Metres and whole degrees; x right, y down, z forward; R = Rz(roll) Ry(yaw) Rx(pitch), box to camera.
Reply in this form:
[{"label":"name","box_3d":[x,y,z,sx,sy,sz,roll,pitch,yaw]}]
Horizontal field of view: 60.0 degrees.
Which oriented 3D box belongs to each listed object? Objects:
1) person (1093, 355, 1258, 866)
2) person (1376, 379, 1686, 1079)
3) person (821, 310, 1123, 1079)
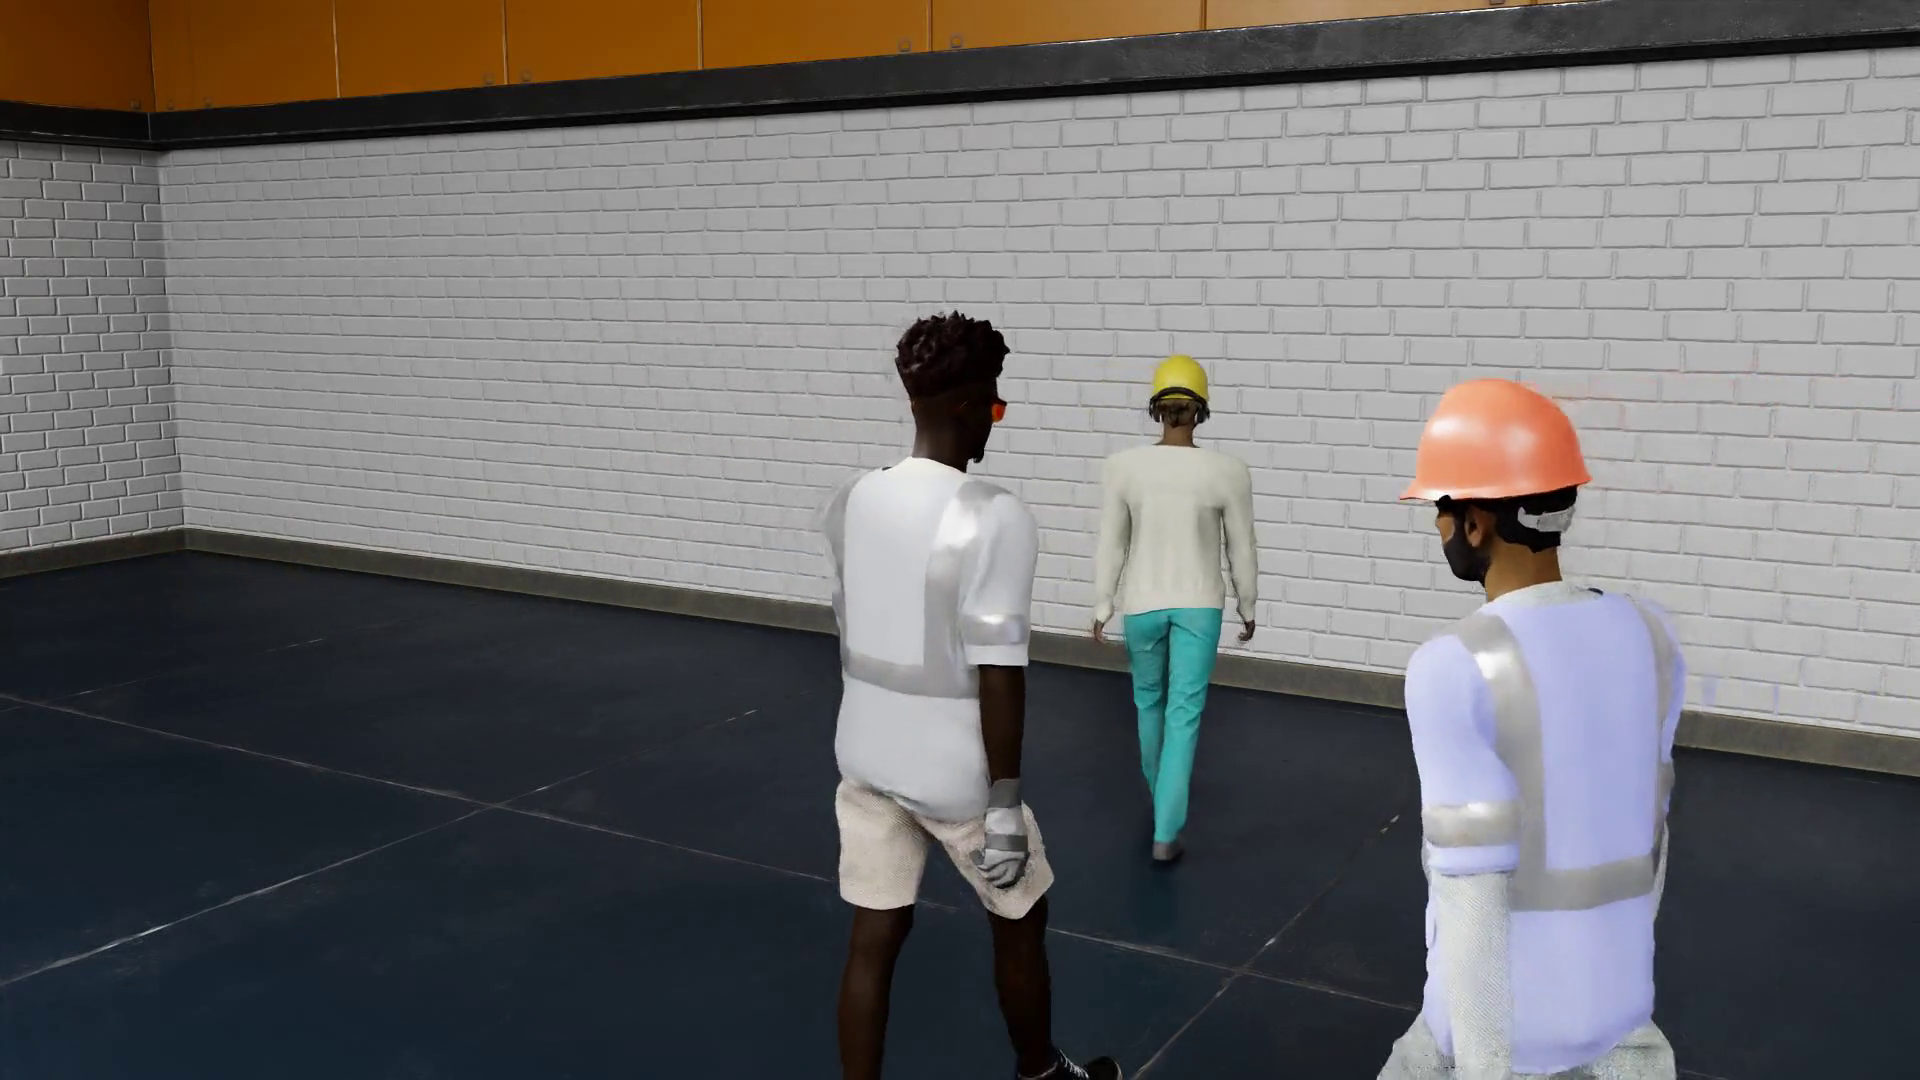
[{"label":"person","box_3d":[0.783,0.217,5.906,0.553,1.725,0.850,3,10,18]},{"label":"person","box_3d":[0.922,0.694,2.567,0.561,1.880,1.097,-5,10,-26]},{"label":"person","box_3d":[0.038,0.465,3.732,0.641,1.932,0.870,9,12,43]}]
